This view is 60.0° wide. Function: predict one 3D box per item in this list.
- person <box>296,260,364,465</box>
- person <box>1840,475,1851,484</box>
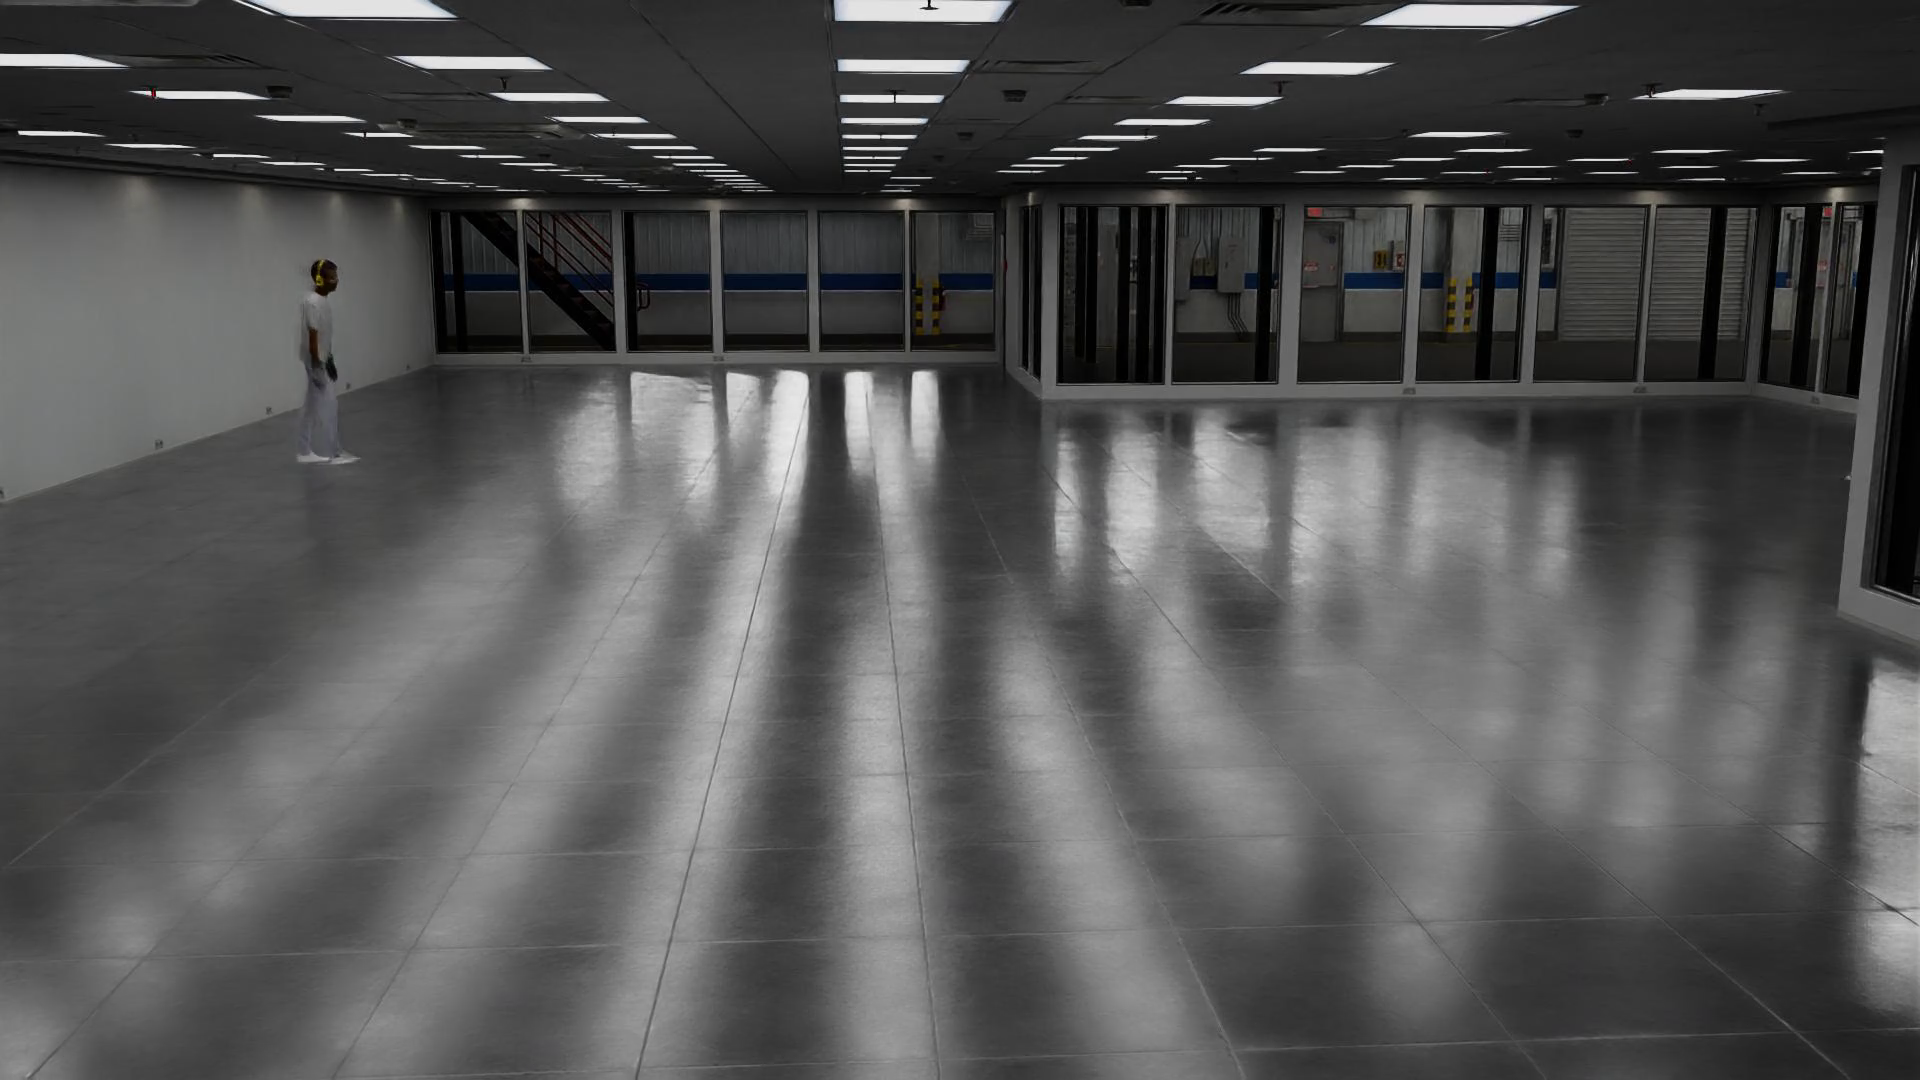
[{"bbox_3d":[-5.715,-1.577,14.922,0.626,1.837,0.509,-3,11,-16],"label":"person"},{"bbox_3d":[7.665,-1.207,13.540,0.850,1.580,0.518,-3,11,-17],"label":"person"}]
